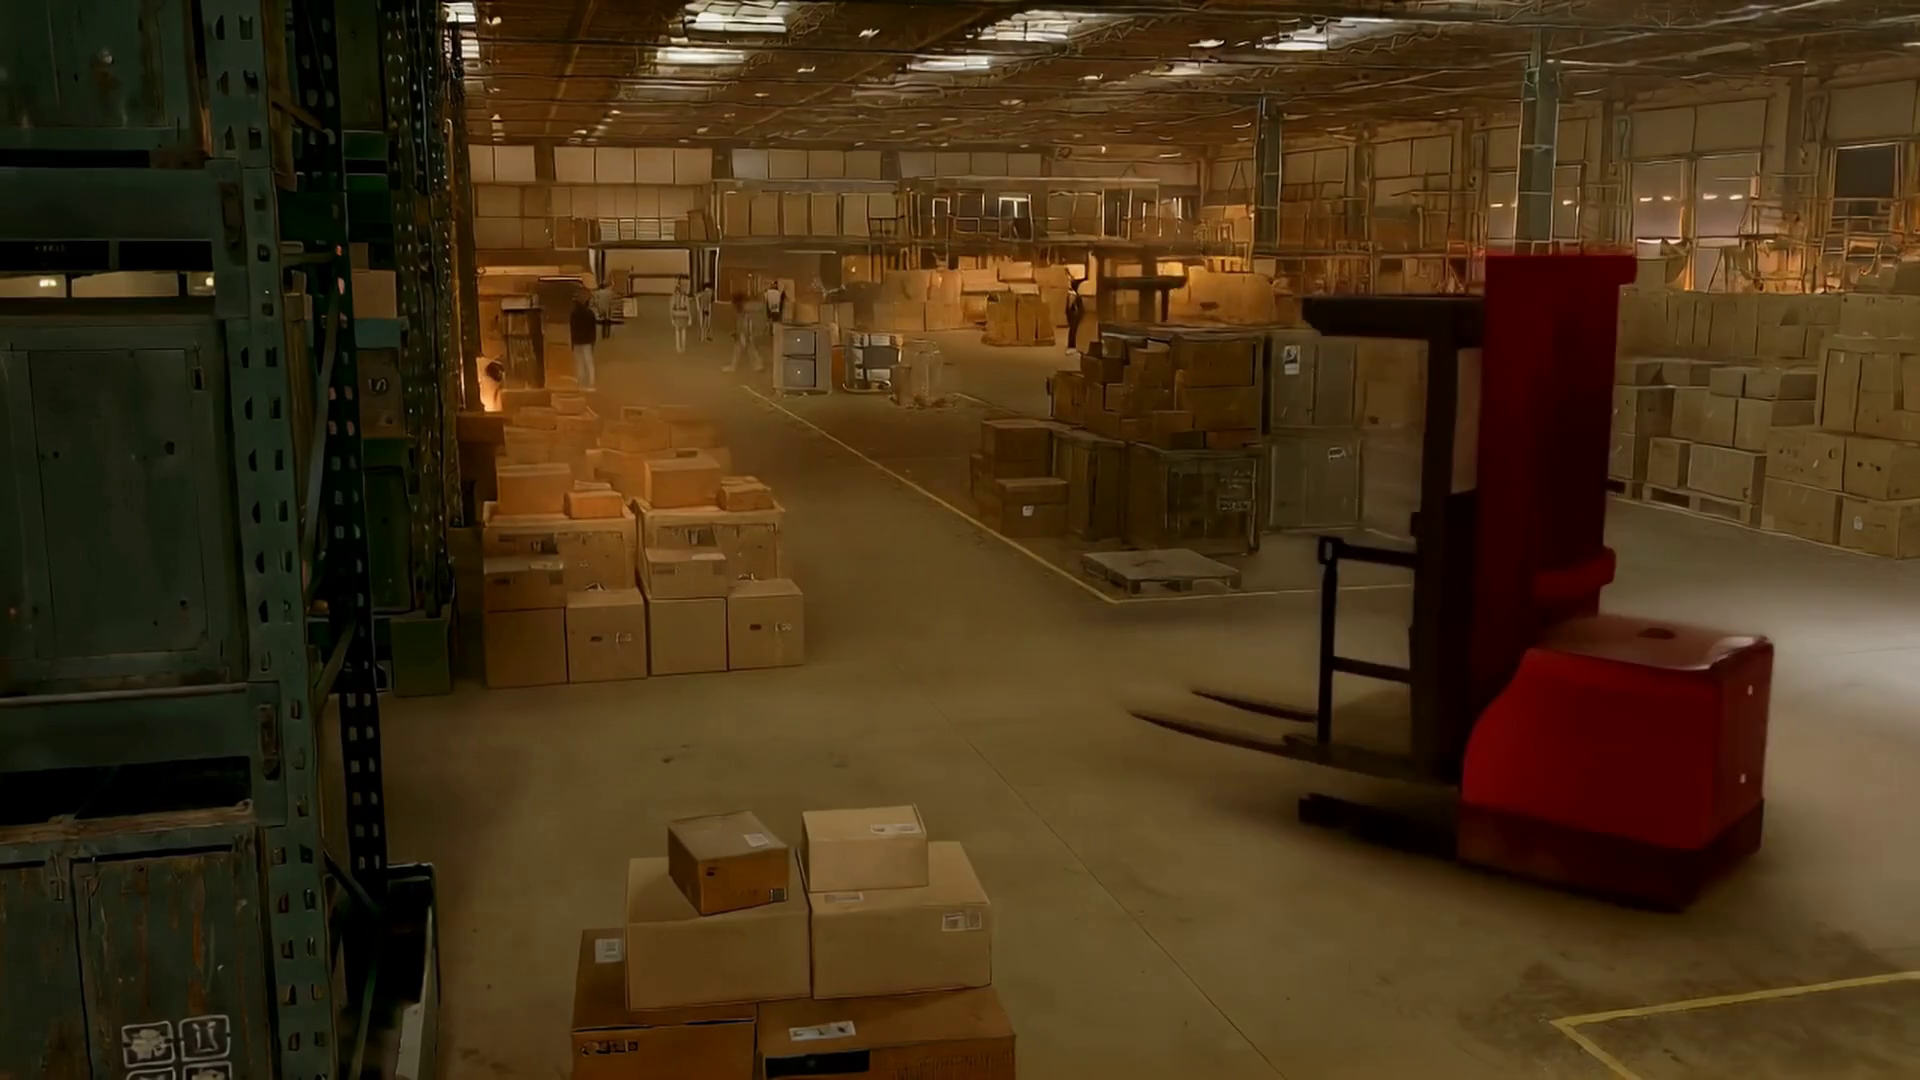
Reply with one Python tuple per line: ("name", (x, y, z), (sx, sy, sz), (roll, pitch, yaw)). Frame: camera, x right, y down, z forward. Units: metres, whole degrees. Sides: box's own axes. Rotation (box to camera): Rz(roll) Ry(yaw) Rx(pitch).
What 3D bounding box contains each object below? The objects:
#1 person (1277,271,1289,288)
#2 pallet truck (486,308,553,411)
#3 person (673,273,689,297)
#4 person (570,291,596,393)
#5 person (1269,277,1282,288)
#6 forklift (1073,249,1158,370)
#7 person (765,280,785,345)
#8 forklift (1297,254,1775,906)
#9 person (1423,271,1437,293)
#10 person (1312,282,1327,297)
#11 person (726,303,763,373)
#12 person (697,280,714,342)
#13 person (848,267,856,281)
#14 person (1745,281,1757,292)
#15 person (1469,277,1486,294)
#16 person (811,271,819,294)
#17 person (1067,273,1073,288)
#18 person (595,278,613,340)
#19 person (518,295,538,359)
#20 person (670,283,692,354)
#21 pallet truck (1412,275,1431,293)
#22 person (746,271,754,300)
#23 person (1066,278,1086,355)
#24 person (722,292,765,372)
("person", (12.723, -9.682, 65.832), (0.562, 1.891, 1.011), (8, 13, 37))
("pallet truck", (-6.242, -2.418, 24.362), (0.823, 1.965, 1.885), (1, 10, 3))
("person", (-10.481, -9.090, 62.528), (0.605, 1.872, 0.987), (-2, 10, -12))
("person", (-7.416, -3.878, 32.635), (0.617, 1.993, 0.396), (6, 11, 29))
("person", (9.919, -7.304, 52.315), (0.635, 1.905, 0.918), (-2, 10, -12))
("forklift", (2.504, -3.038, 25.379), (1.129, 2.768, 1.873), (-3, 10, -16))
("person", (-5.329, -6.524, 47.885), (0.624, 1.902, 0.460), (4, 11, 22))
("forklift", (2.741, 0.067, 7.795), (1.873, 2.768, 1.129), (8, 13, 40))
("person", (20.549, -10.863, 72.717), (0.639, 1.819, 0.852), (1, 10, 5))
("person", (11.935, -7.731, 55.329), (0.533, 1.690, 0.321), (5, 11, 26))
("person", (-4.864, -4.572, 37.673), (0.794, 1.600, 0.499), (0, 10, 2))
("person", (-7.695, -6.931, 50.300), (0.521, 1.865, 0.336), (-6, 12, -32))
("person", (-4.838, -11.289, 74.710), (0.389, 1.957, 0.607), (-4, 11, -23))
("person", (27.293, -8.214, 57.375), (0.587, 1.930, 0.355), (-9, 13, -40))
("person", (17.318, -7.900, 55.869), (0.642, 1.832, 0.484), (4, 11, 21))
("person", (-6.448, -10.968, 73.345), (0.964, 1.792, 0.539), (9, 13, 41))
("person", (4.118, -9.269, 63.593), (0.523, 1.852, 0.782), (-9, 13, -40))
("person", (-10.966, -7.103, 51.214), (0.559, 1.887, 0.993), (0, 10, -1))
("person", (-10.909, -5.381, 42.125), (0.542, 1.651, 0.863), (-1, 10, -5))
("person", (-7.545, -6.006, 45.011), (0.564, 1.896, 0.995), (-2, 10, -11))
("pallet truck", (14.620, -7.324, 52.145), (0.823, 1.965, 1.885), (8, 13, 40))
("person", (-9.376, -11.144, 74.432), (0.318, 1.767, 0.534), (3, 10, 17))
("person", (3.086, -5.953, 44.257), (0.536, 2.000, 0.672), (1, 10, 4))
("person", (-4.965, -4.776, 38.248), (1.007, 1.831, 0.620), (-4, 11, -20))
